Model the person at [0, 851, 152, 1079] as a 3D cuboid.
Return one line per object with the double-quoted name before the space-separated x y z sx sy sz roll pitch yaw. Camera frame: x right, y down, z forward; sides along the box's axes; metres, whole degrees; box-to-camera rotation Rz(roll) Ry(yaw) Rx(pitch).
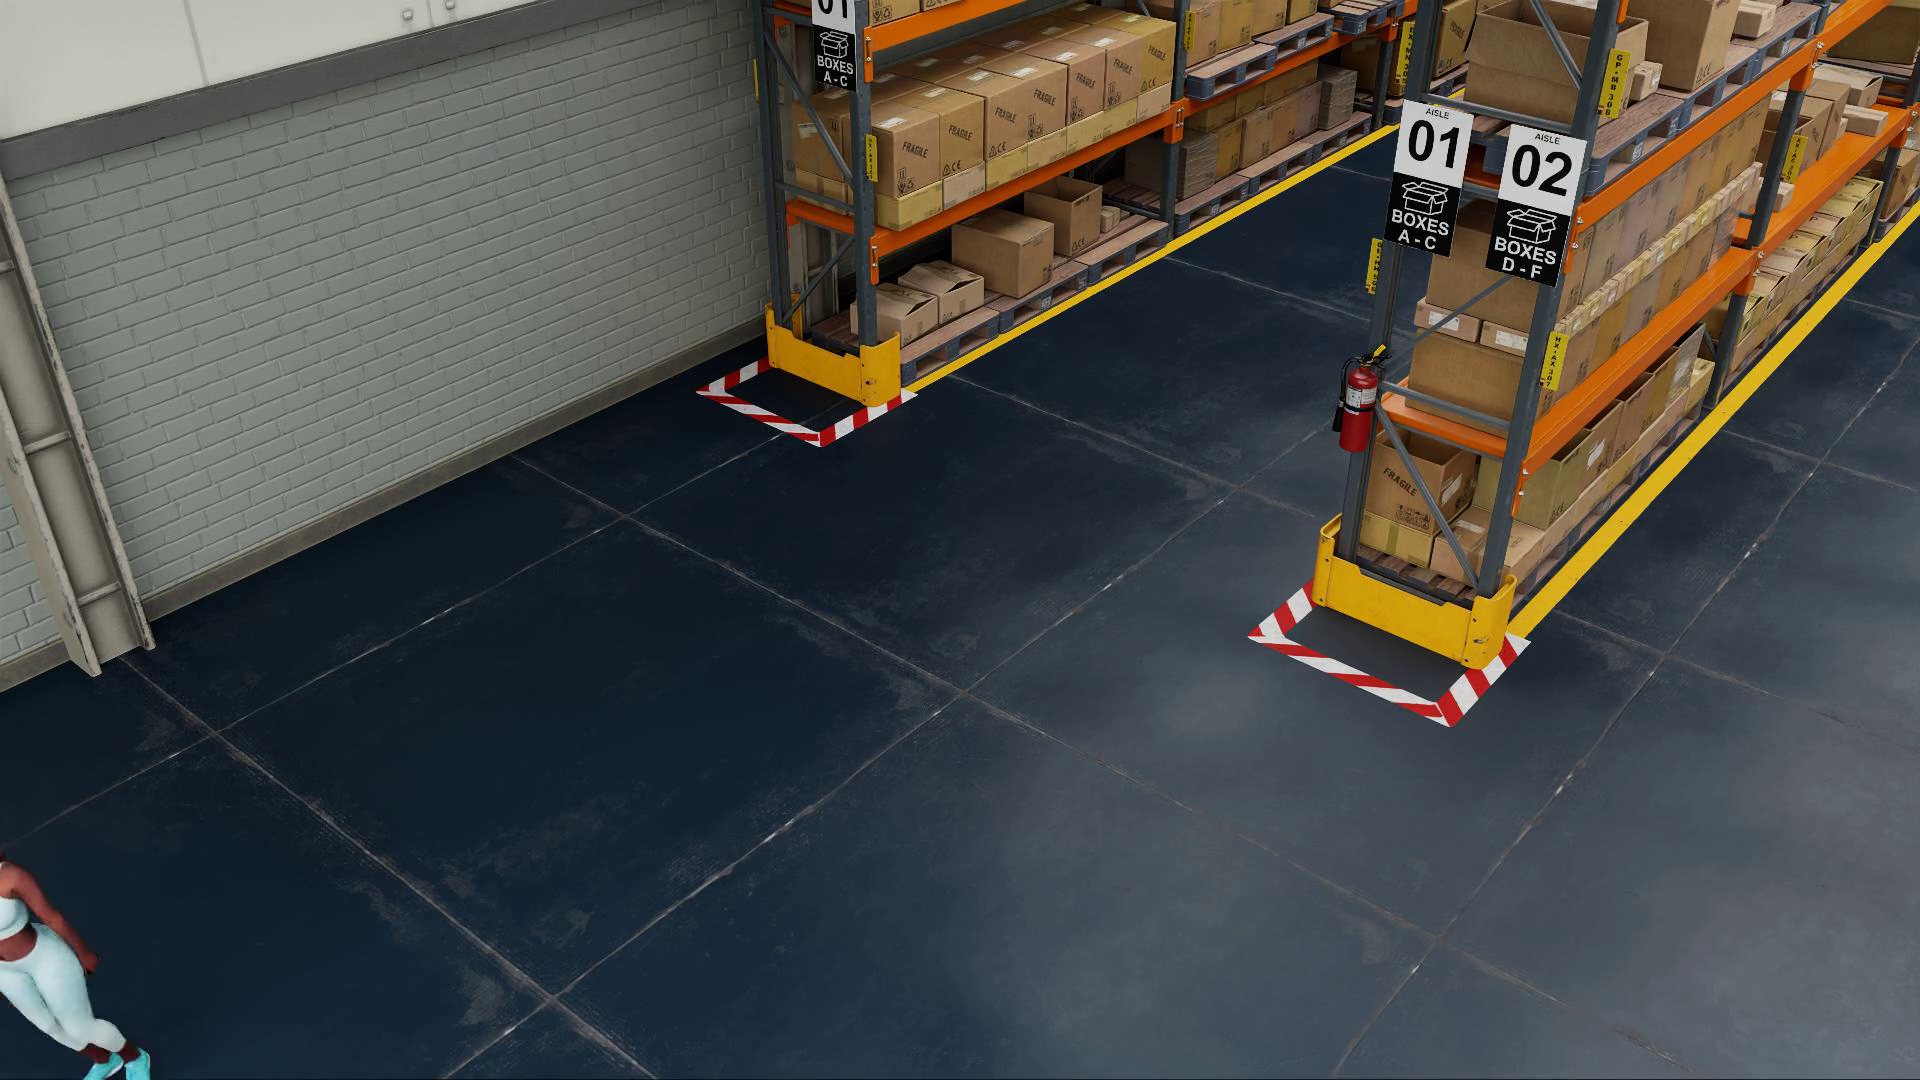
"person" -3.774 1.725 6.842 0.782 1.690 0.834 -8 34 -12
